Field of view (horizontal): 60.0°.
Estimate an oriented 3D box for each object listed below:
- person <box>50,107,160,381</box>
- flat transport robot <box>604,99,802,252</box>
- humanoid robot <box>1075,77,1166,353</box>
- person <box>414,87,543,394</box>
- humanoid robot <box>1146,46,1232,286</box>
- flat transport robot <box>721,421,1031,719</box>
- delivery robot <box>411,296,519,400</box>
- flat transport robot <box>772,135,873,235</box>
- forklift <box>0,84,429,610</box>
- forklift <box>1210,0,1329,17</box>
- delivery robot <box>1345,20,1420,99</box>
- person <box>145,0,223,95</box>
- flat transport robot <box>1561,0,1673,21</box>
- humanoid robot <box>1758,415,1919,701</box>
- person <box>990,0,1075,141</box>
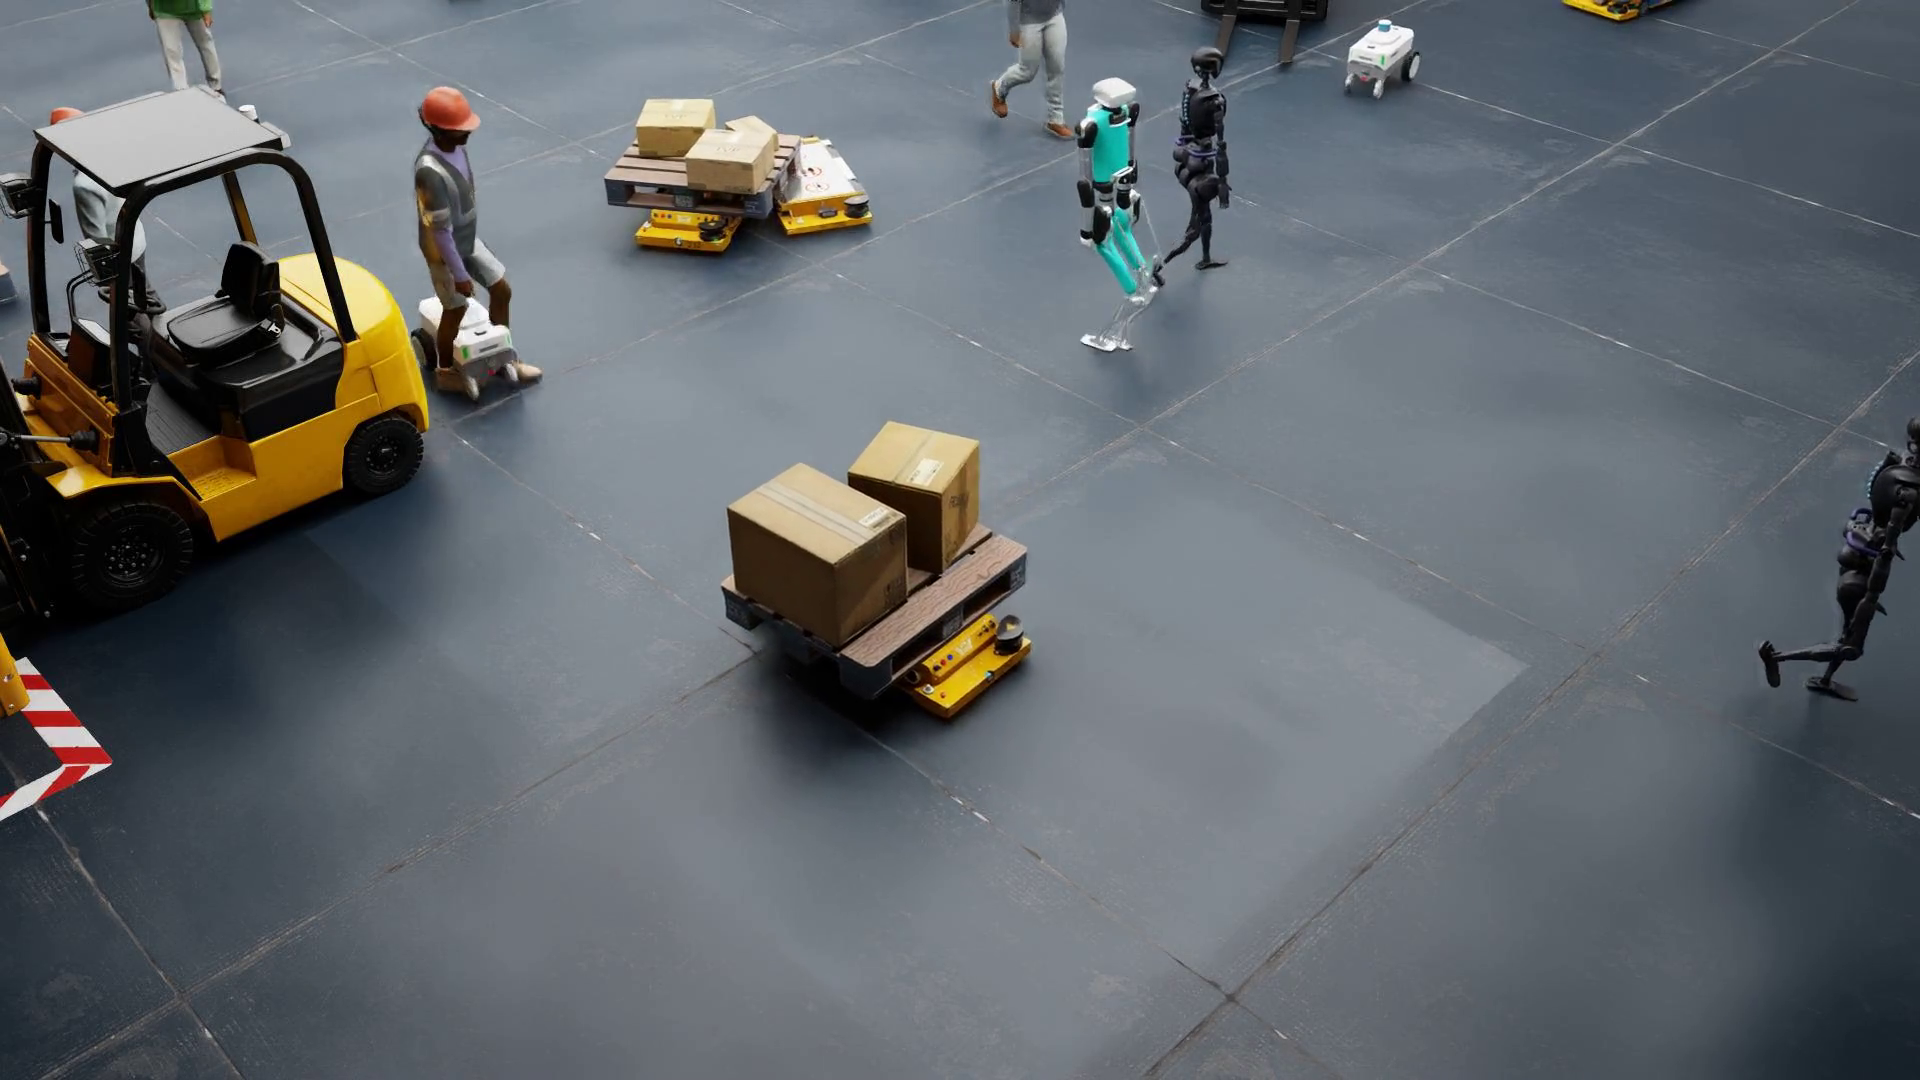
[{"bbox_3d":[-5.185,-1.806,10.186,0.348,1.738,0.572,-3,37,-4],"label":"person"},{"bbox_3d":[-1.884,-2.572,12.439,0.659,0.231,1.431,7,37,9],"label":"flat transport robot"},{"bbox_3d":[1.053,-1.952,10.356,0.649,1.779,0.530,28,45,32],"label":"humanoid robot"},{"bbox_3d":[-2.931,-1.747,9.894,0.775,1.999,0.671,3,37,3],"label":"person"},{"bbox_3d":[1.576,-2.522,11.228,0.739,1.638,0.601,-14,39,-18],"label":"humanoid robot"},{"bbox_3d":[-0.403,0.382,8.486,1.431,0.231,0.659,27,44,31],"label":"flat transport robot"},{"bbox_3d":[-3.120,-1.279,10.486,0.499,0.614,0.790,-25,43,-29],"label":"delivery robot"},{"bbox_3d":[-1.183,-2.732,12.654,0.659,0.231,1.431,-12,38,-15],"label":"flat transport robot"},{"bbox_3d":[-4.145,-1.093,8.856,2.313,2.155,1.214,-31,47,-34],"label":"forklift"},{"bbox_3d":[3.106,-6.400,15.960,1.214,2.155,2.313,8,37,10],"label":"forklift"},{"bbox_3d":[3.620,-4.179,14.343,0.499,0.583,0.758,22,42,26],"label":"delivery robot"},{"bbox_3d":[-6.371,-4.304,13.520,0.572,1.740,0.888,-4,37,-6],"label":"person"},{"bbox_3d":[6.570,-5.354,16.164,1.431,0.231,0.659,-25,43,-29],"label":"flat transport robot"},{"bbox_3d":[4.169,0.075,7.729,0.461,1.644,0.608,17,40,22],"label":"humanoid robot"},{"bbox_3d":[0.571,-4.141,13.174,0.649,1.909,0.724,-23,43,-28],"label":"person"}]
